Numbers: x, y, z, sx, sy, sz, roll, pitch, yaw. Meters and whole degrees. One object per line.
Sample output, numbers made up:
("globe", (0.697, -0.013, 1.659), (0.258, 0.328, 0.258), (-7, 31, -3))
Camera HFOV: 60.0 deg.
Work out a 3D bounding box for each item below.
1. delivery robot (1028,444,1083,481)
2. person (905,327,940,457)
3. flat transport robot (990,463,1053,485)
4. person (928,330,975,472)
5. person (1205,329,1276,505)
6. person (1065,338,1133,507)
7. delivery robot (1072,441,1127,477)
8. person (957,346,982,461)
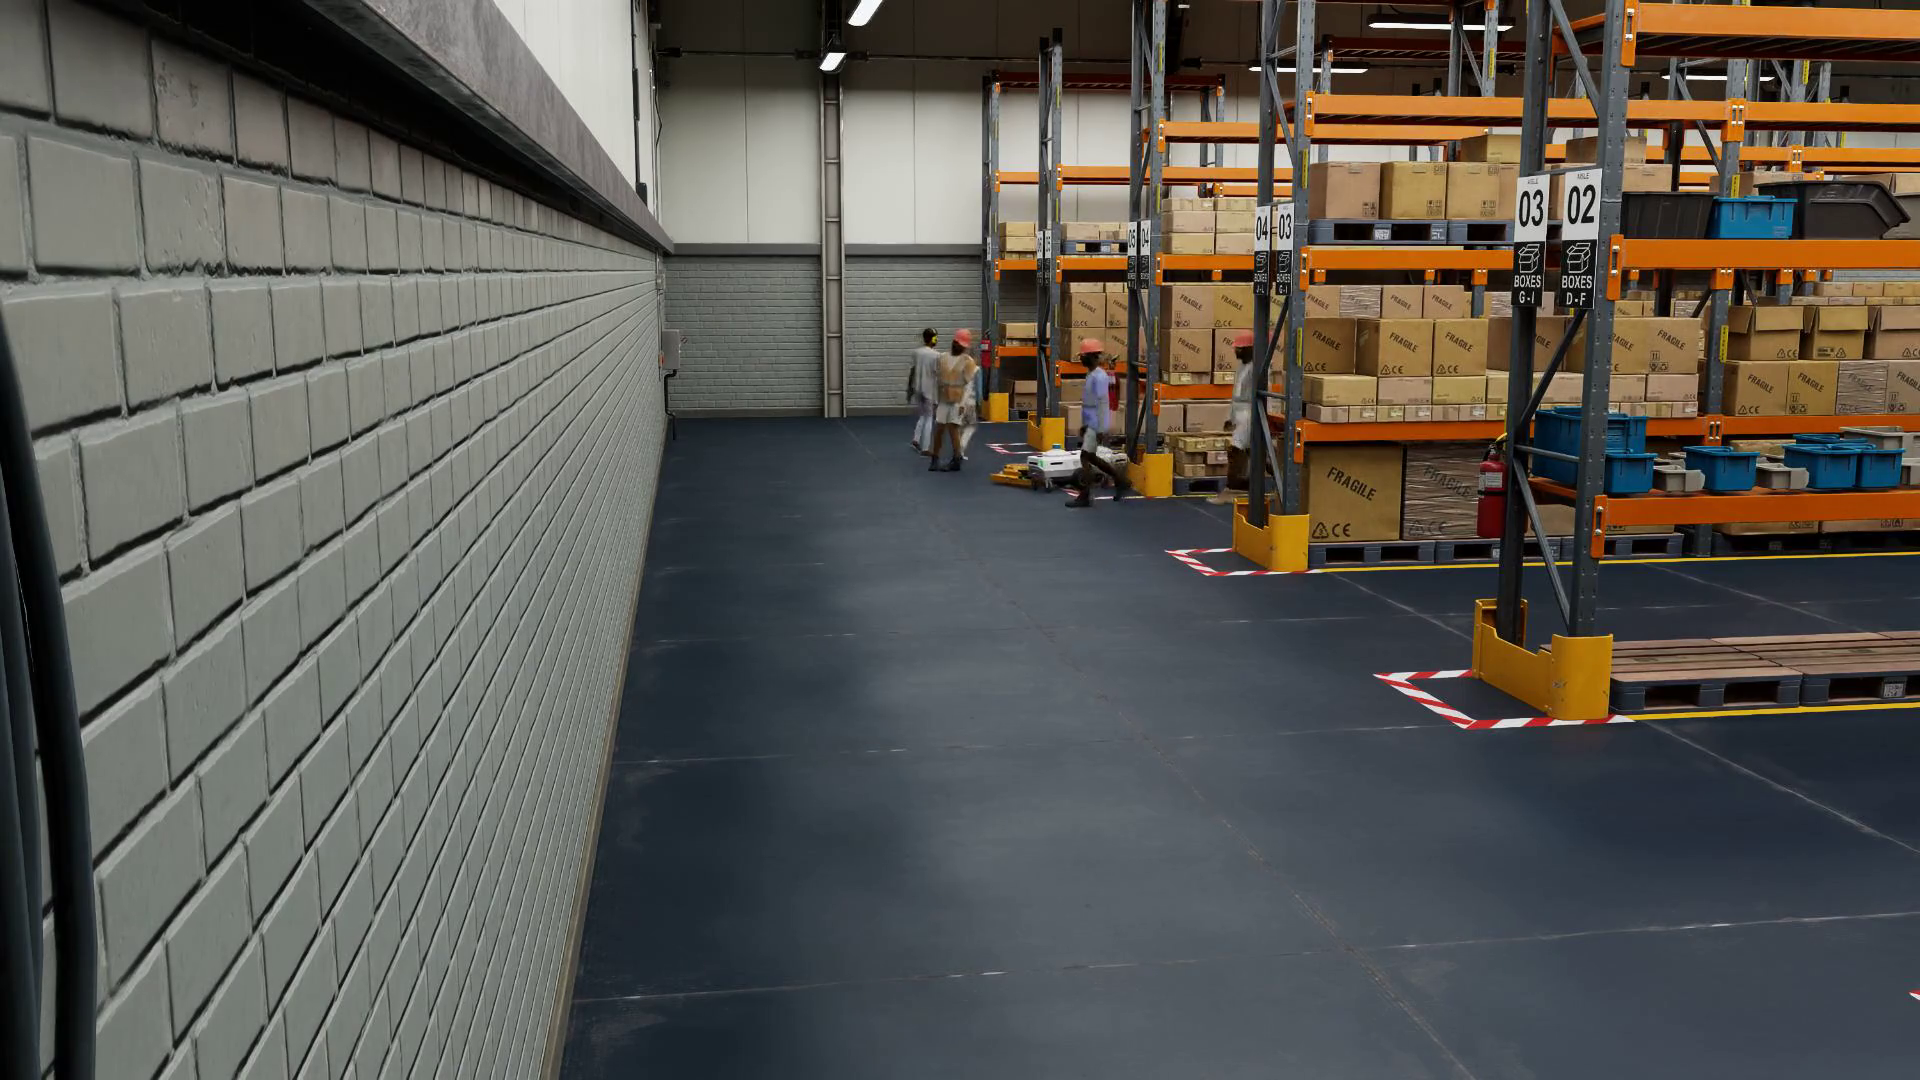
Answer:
("delivery robot", (1.169, -0.919, 20.096), (0.707, 0.478, 0.477), (-6, 11, -32))
("person", (-0.502, -2.107, 23.756), (0.599, 1.843, 0.426), (7, 11, 35))
("flat transport robot", (1.131, -0.866, 20.931), (1.431, 0.197, 0.652), (-8, 12, -40))
("person", (-0.112, -1.828, 21.948), (0.622, 1.879, 0.389), (5, 10, 26))
("person", (3.322, -1.388, 18.851), (1.005, 2.008, 0.619), (-1, 9, -6))
("person", (1.563, -1.315, 18.699), (0.724, 1.910, 0.546), (-1, 9, -7))
("delivery robot", (1.716, -0.979, 20.470), (0.477, 0.478, 0.707), (-9, 13, -43))
("person", (0.037, -1.873, 22.983), (0.554, 1.616, 0.473), (5, 10, 28))
